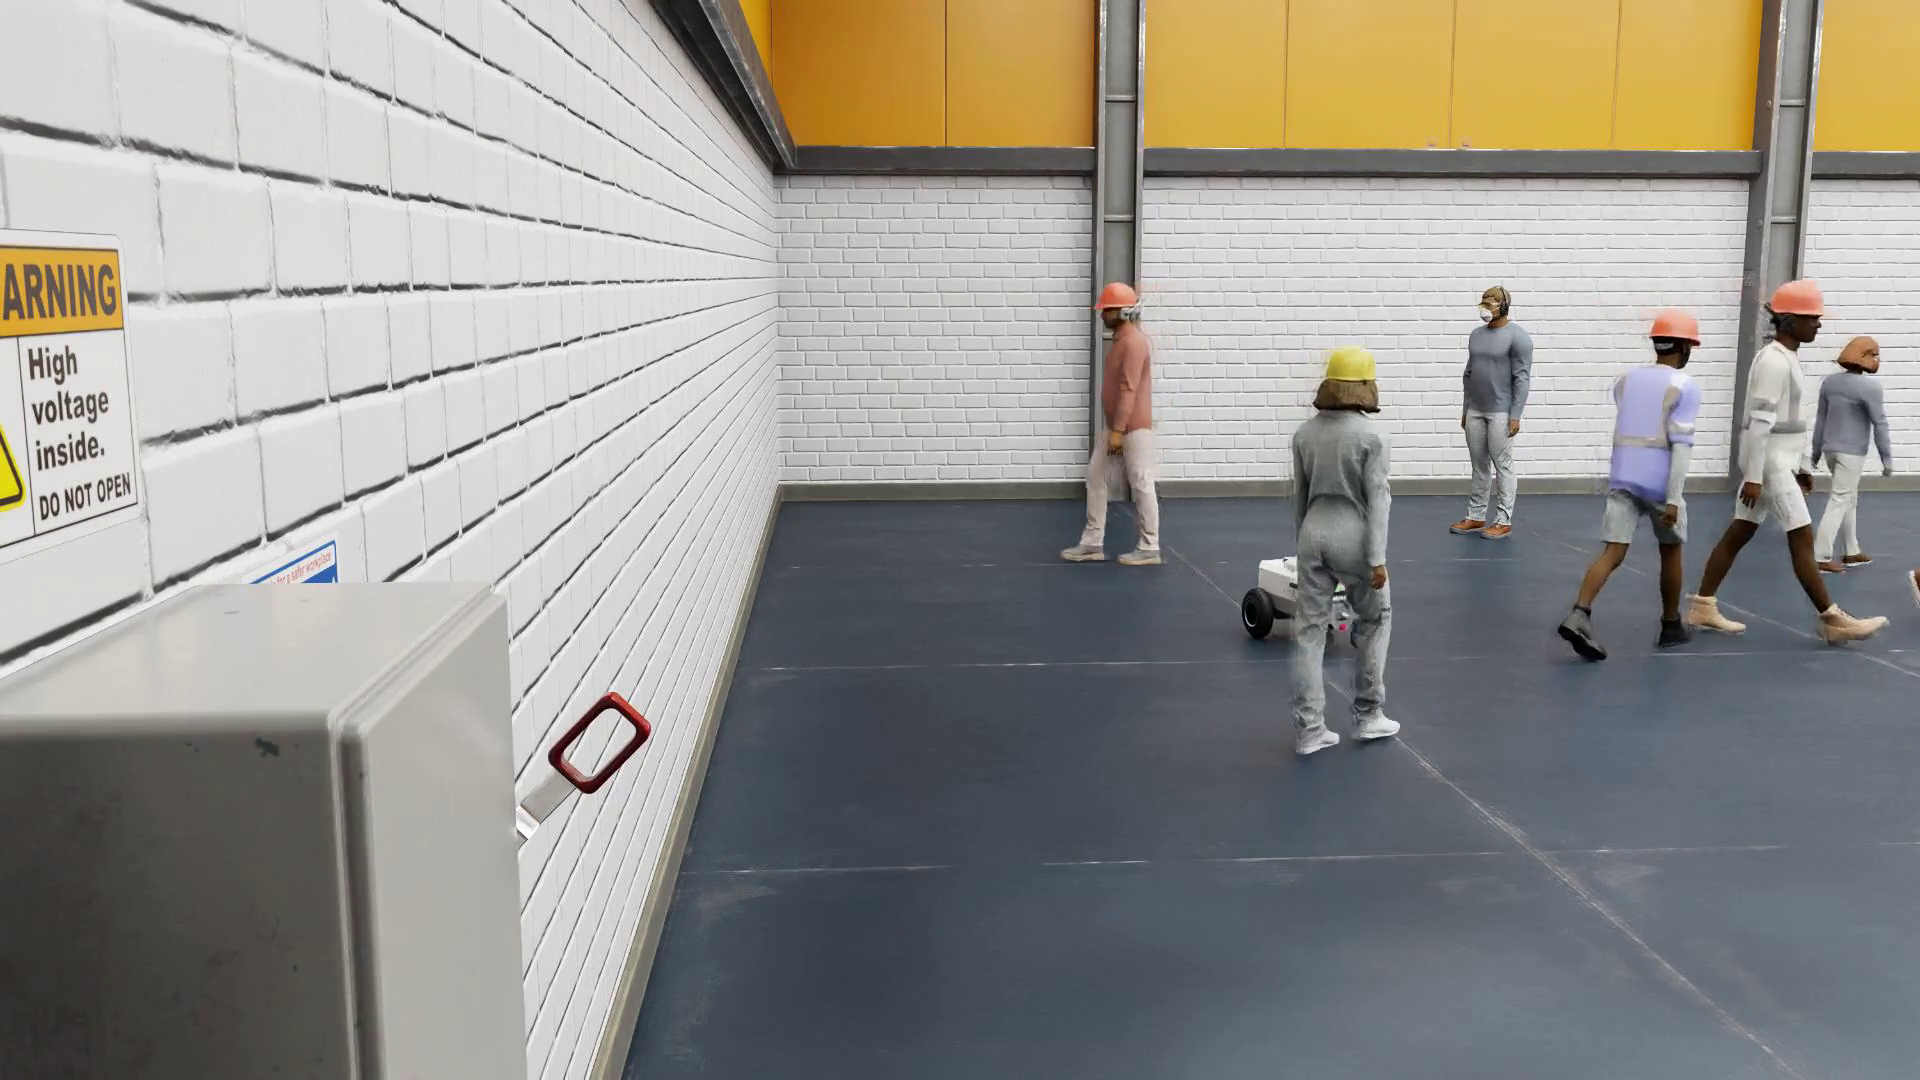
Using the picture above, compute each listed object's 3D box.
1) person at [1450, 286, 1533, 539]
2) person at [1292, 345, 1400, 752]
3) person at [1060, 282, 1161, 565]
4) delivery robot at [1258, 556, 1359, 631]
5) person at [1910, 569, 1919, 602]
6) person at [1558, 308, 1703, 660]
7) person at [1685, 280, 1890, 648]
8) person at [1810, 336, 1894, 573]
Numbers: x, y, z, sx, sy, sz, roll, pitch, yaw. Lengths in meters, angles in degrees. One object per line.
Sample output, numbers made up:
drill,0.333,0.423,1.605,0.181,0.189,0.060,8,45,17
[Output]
person,4.110,-0.982,12.844,0.373,1.940,0.627,-5,10,-27
person,1.679,0.030,7.135,0.512,1.716,0.684,9,13,44
person,1.043,-0.790,11.526,0.819,1.961,0.622,-2,9,-14
delivery robot,1.933,0.257,9.098,0.477,0.478,0.707,-3,10,-19
person,5.976,-0.426,9.628,0.725,1.850,0.555,3,9,17
person,3.593,-0.296,8.842,1.034,1.863,0.524,-7,11,-37
person,4.549,-0.413,9.109,1.032,1.985,0.634,5,10,28
person,6.113,-0.571,11.280,0.707,1.605,0.536,-2,9,-13
